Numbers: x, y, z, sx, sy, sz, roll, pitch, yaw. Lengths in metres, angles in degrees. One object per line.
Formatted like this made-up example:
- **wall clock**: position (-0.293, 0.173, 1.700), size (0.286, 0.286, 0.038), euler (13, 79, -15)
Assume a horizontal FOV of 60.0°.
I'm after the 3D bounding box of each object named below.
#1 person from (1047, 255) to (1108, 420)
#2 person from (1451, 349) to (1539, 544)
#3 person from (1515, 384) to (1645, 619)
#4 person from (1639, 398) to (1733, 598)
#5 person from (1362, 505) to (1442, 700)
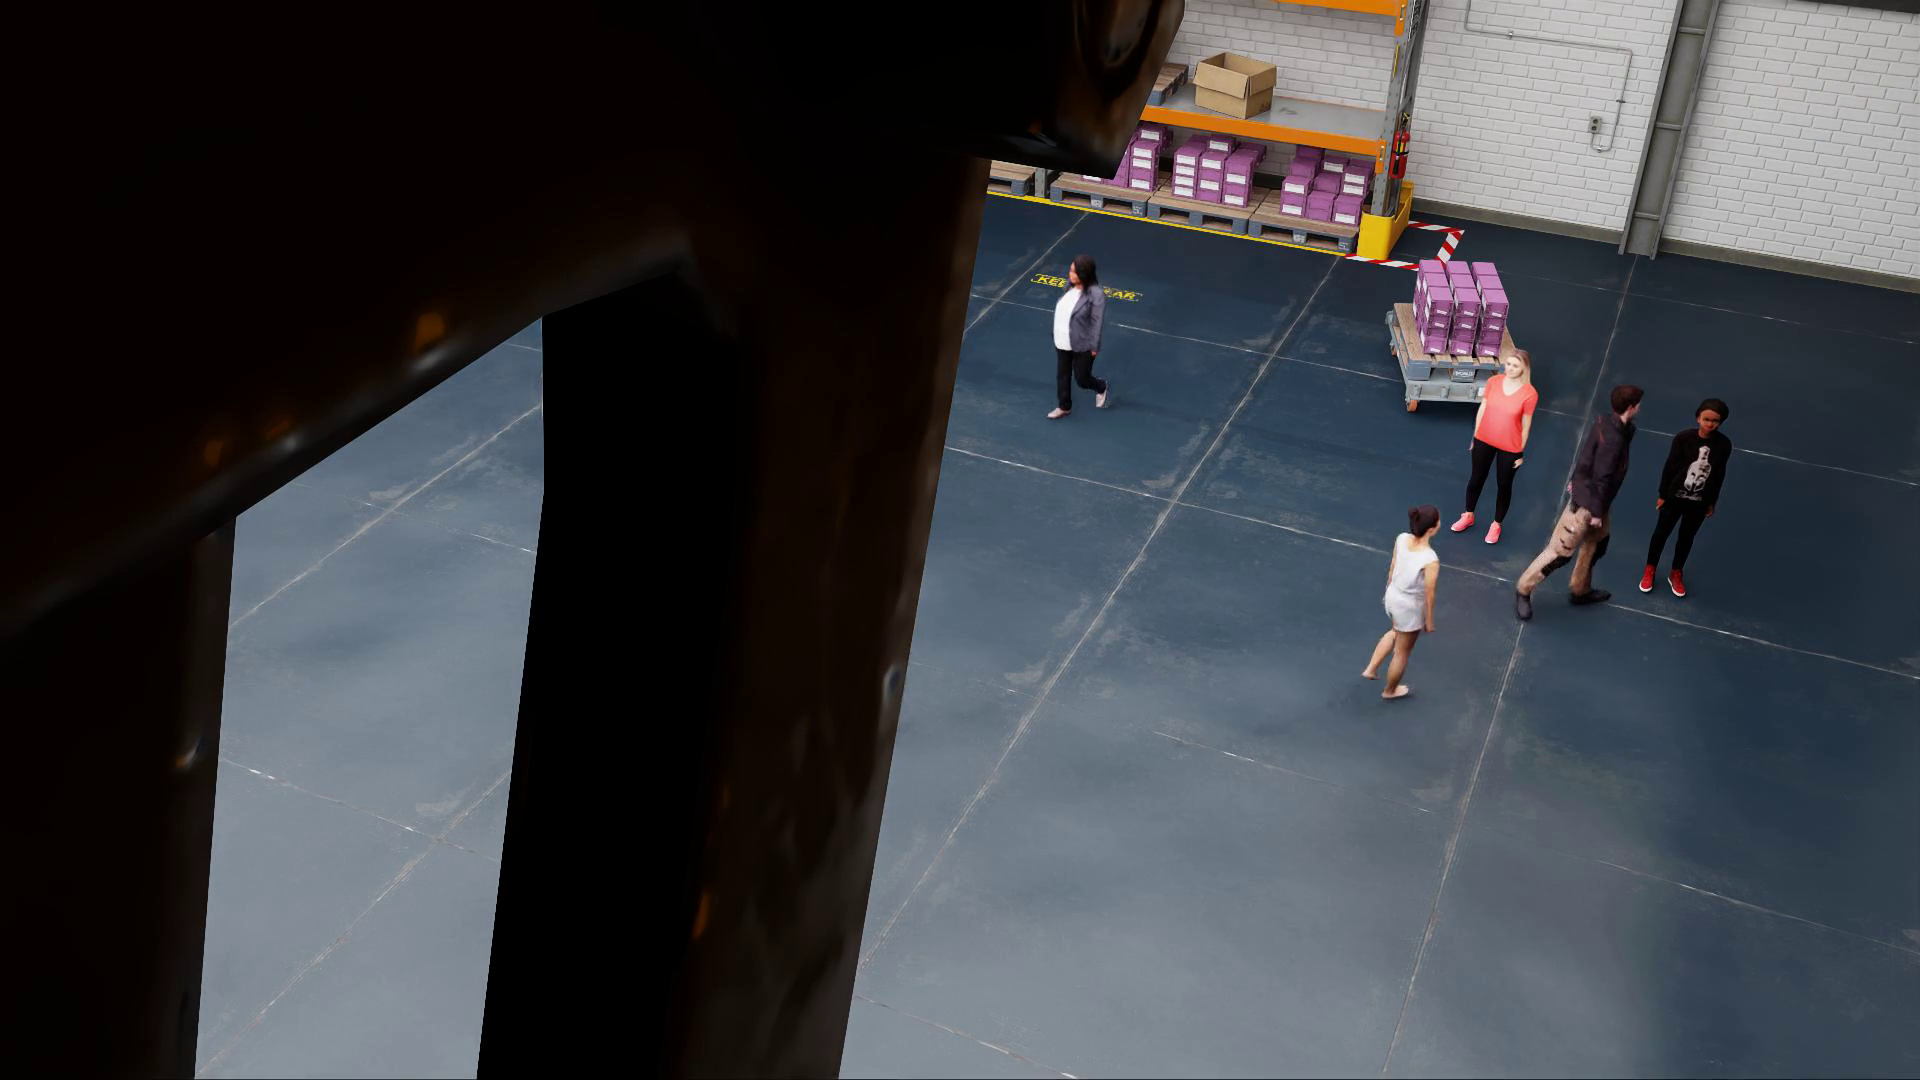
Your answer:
- **person**: position (1.122, -1.837, 15.100), size (0.910, 1.582, 0.908), euler (-26, 41, -33)
- **person**: position (4.352, -0.773, 13.399), size (0.561, 1.693, 0.707), euler (25, 41, 33)
- **person**: position (4.655, -0.287, 12.493), size (0.962, 1.888, 0.808), euler (14, 36, 20)
- **person**: position (5.583, -0.343, 12.770), size (0.534, 1.674, 0.692), euler (9, 35, 13)
- **person**: position (3.055, 0.461, 11.612), size (0.759, 1.617, 0.696), euler (-12, 36, -18)
